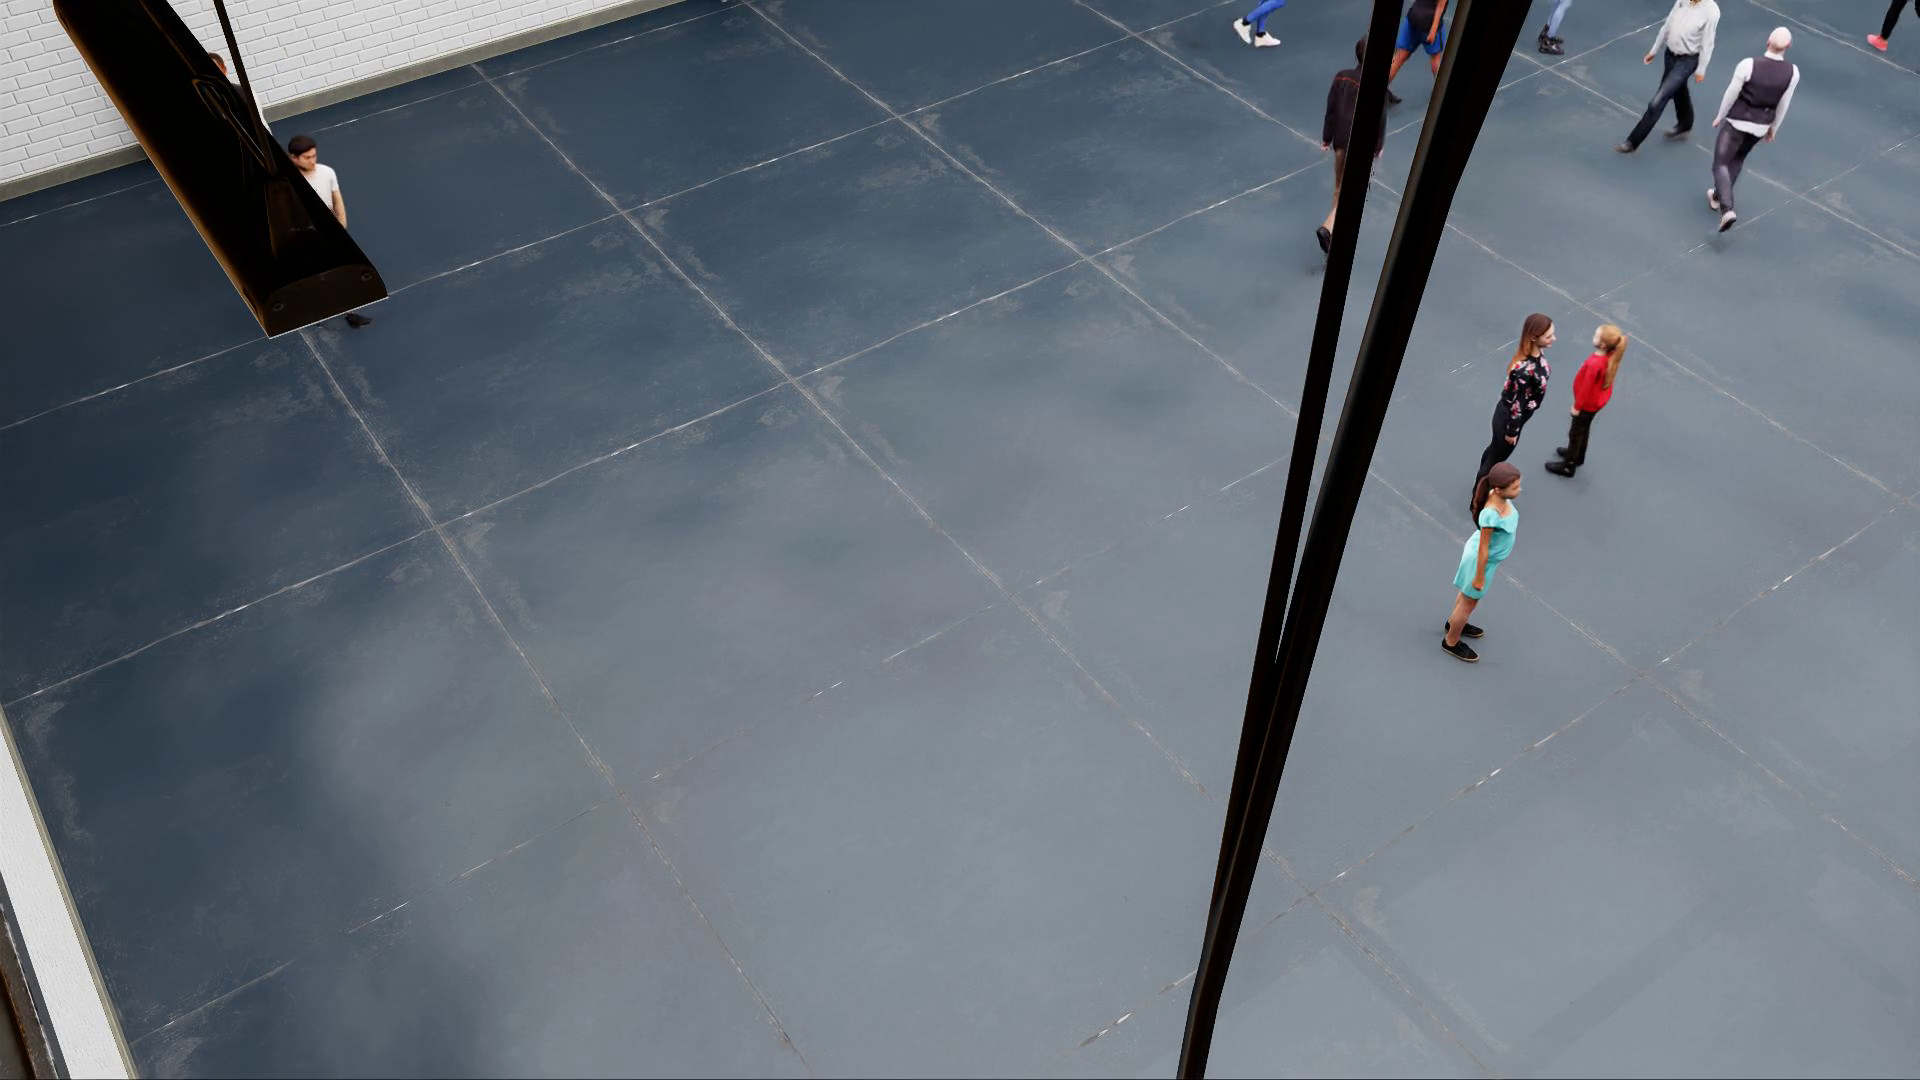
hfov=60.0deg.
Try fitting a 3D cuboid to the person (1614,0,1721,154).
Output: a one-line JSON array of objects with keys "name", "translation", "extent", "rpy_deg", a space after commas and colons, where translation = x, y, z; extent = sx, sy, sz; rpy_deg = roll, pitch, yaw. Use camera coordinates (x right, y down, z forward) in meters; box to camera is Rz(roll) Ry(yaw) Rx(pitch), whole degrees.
[{"name": "person", "translation": [6.712, -4.439, 15.342], "extent": [1.258, 1.774, 0.894], "rpy_deg": [-13, 45, -13]}]

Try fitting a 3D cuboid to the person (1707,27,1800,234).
[{"name": "person", "translation": [6.778, -3.506, 14.348], "extent": [1.183, 1.795, 1.183], "rpy_deg": [3, 44, 3]}]

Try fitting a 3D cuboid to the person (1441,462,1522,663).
[{"name": "person", "translation": [3.367, 0.114, 10.720], "extent": [0.704, 1.558, 0.622], "rpy_deg": [17, 46, 17]}]

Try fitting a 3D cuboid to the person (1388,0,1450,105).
[{"name": "person", "translation": [4.376, -4.951, 15.905], "extent": [1.207, 1.739, 0.815], "rpy_deg": [-12, 45, -12]}]

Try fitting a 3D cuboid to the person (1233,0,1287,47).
[{"name": "person", "translation": [3.054, -5.812, 16.793], "extent": [0.916, 1.762, 0.856], "rpy_deg": [6, 44, 6]}]

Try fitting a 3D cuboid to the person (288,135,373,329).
[{"name": "person", "translation": [-5.234, -2.512, 13.394], "extent": [1.014, 1.672, 0.823], "rpy_deg": [-28, 50, -27]}]

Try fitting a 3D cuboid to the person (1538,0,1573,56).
[{"name": "person", "translation": [6.135, -5.821, 16.835], "extent": [0.783, 1.717, 0.695], "rpy_deg": [14, 45, 14]}]

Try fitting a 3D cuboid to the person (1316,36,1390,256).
[{"name": "person", "translation": [3.297, -3.299, 14.053], "extent": [0.873, 1.903, 1.144], "rpy_deg": [29, 51, 27]}]

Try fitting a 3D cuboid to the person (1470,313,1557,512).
[{"name": "person", "translation": [3.877, -0.887, 11.681], "extent": [0.715, 1.682, 0.610], "rpy_deg": [17, 46, 17]}]

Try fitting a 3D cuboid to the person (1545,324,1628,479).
[{"name": "person", "translation": [4.585, -1.022, 12.112], "extent": [0.603, 1.283, 0.497], "rpy_deg": [27, 50, 26]}]
